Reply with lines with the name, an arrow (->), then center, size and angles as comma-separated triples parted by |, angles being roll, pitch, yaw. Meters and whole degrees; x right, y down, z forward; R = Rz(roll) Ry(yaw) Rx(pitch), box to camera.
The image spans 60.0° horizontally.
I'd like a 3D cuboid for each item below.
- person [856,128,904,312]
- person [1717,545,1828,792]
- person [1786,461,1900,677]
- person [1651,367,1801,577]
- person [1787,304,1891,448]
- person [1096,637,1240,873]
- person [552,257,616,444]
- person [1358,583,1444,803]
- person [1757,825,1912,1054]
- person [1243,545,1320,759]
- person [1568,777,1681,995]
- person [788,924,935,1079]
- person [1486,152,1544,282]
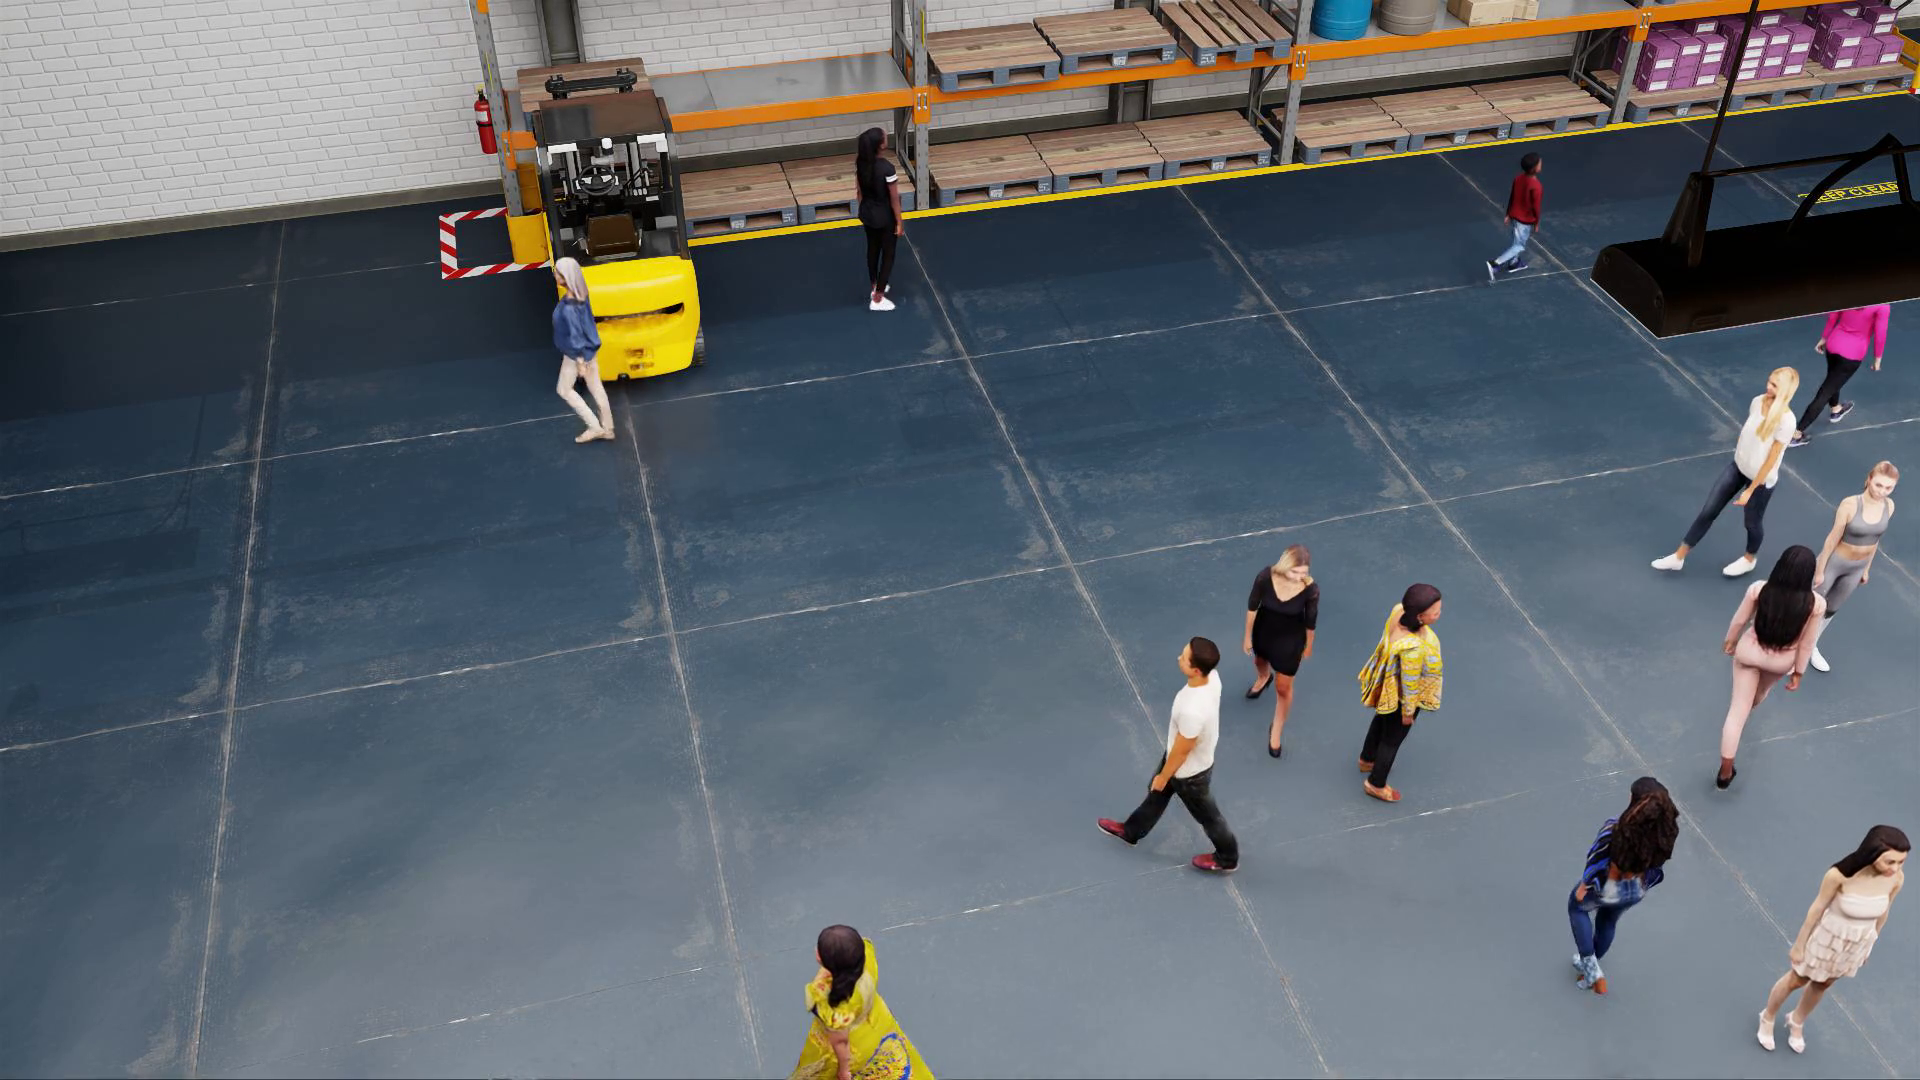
person -> -0.741, -2.895, 14.996 | 0.805, 1.732, 0.872 | 25, 45, 28
person -> 4.991, 0.829, 10.390 | 1.197, 1.662, 1.186 | 17, 42, 20
person -> 5.913, 0.174, 11.175 | 0.484, 1.705, 0.637 | -5, 39, -6
person -> 5.724, -0.435, 11.884 | 1.004, 1.773, 0.606 | -10, 40, -12
person -> 6.986, -1.461, 13.263 | 1.107, 1.665, 0.753 | -18, 42, -21
person -> 1.433, 1.315, 9.710 | 1.227, 1.761, 0.992 | 7, 39, 9
person -> -2.934, -1.488, 13.282 | 0.724, 1.684, 0.708 | 3, 39, 4
person -> 2.708, 0.921, 10.281 | 0.844, 1.653, 0.804 | 1, 39, 1
person -> 4.582, 2.099, 8.739 | 0.540, 1.737, 0.681 | 0, 39, 0
person -> 2.053, 0.592, 10.711 | 0.929, 1.631, 0.946 | 16, 41, 19
person -> 3.578, 1.938, 9.042 | 0.649, 1.611, 0.741 | -3, 39, -4
person -> -0.464, 2.515, 8.331 | 1.339, 1.607, 1.165 | 12, 40, 15
person -> 5.207, -3.002, 15.524 | 0.783, 1.241, 0.529 | -14, 41, -16
